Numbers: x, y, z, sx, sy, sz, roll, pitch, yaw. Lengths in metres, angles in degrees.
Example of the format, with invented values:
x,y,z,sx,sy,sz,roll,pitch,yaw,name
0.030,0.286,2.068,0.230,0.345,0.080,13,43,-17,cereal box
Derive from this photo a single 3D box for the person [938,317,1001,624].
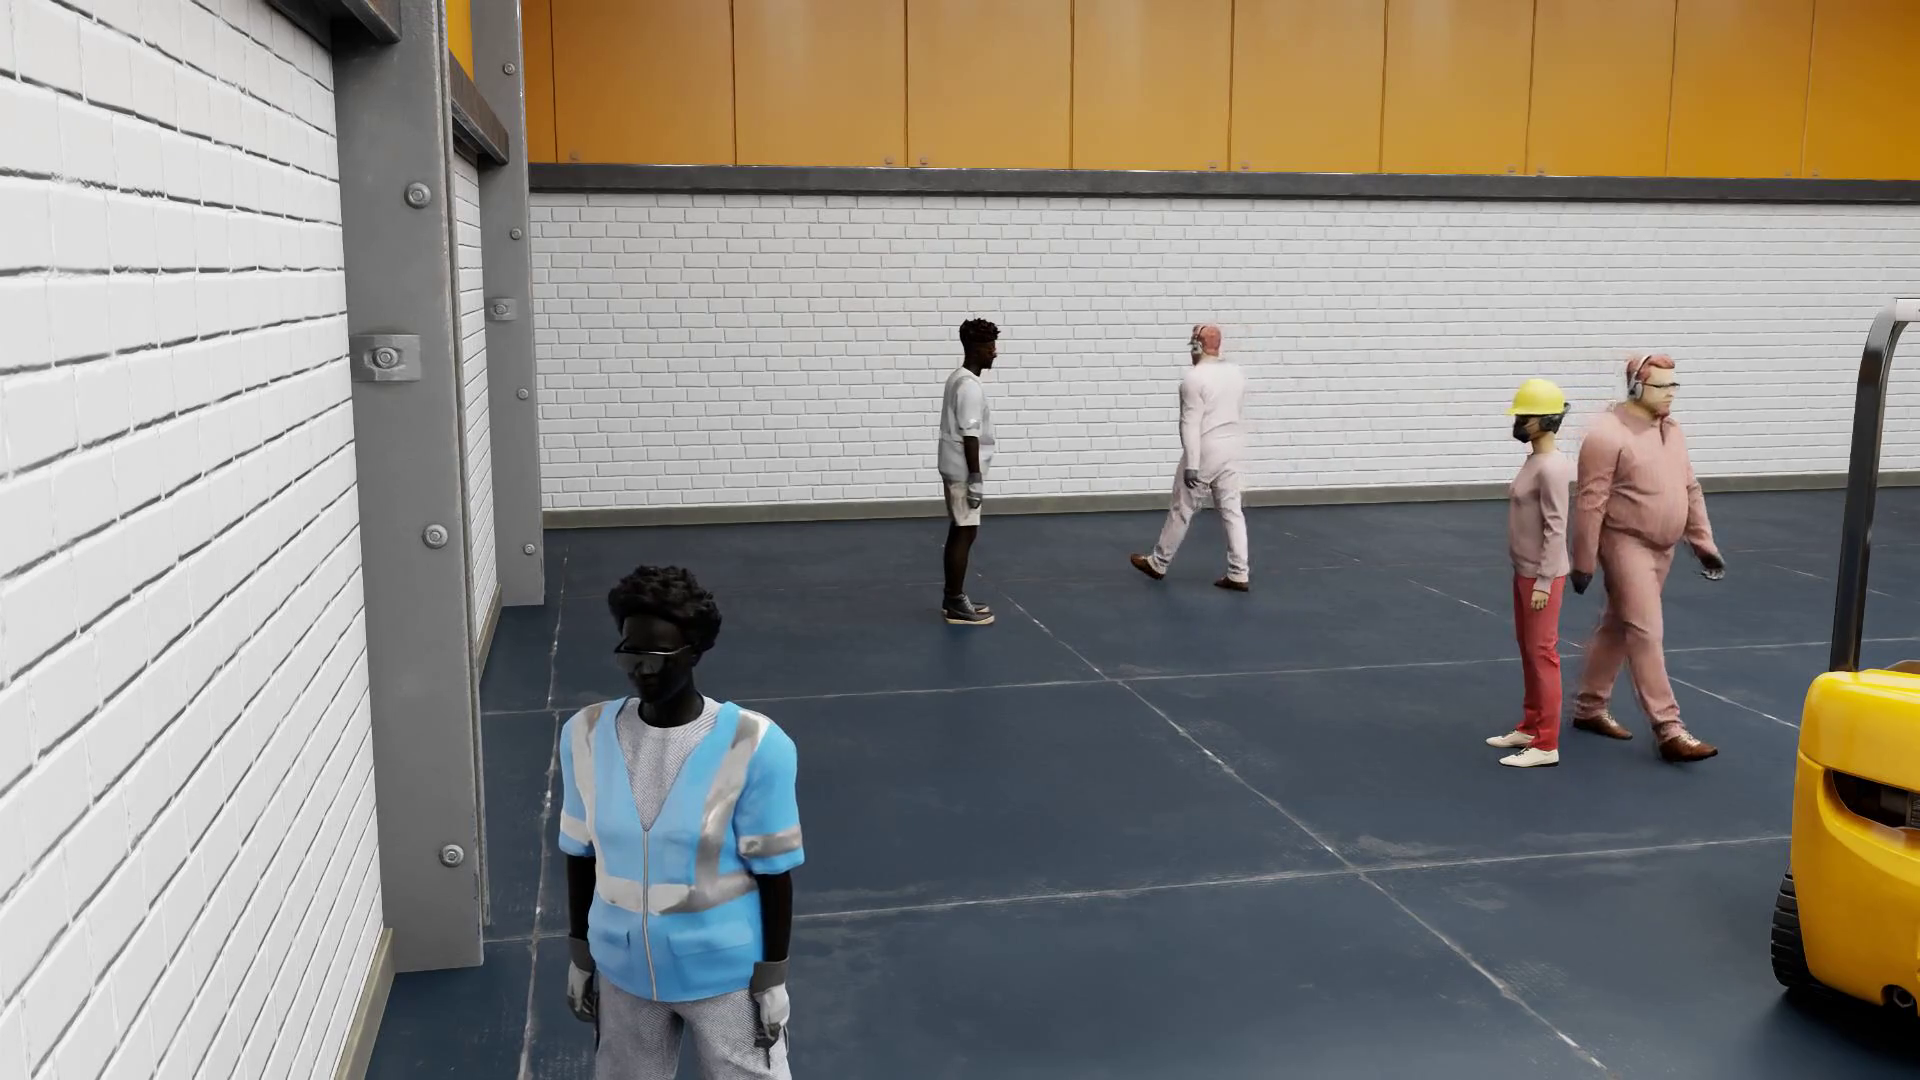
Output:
x,y,z,sx,sy,sz,roll,pitch,yaw,name
0.058,-0.439,10.632,0.400,1.956,0.609,-1,9,-6,person

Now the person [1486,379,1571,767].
x,y,z,sx,sy,sz,roll,pitch,yaw,name
2.603,0.152,7.589,0.319,1.766,0.534,1,9,8,person

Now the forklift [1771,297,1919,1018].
x,y,z,sx,sy,sz,roll,pitch,yaw,name
3.542,0.334,5.177,2.313,2.155,1.214,-9,13,-43,forklift

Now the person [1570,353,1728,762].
x,y,z,sx,sy,sz,roll,pitch,yaw,name
3.237,0.074,7.740,0.644,1.869,0.864,-7,12,-36,person

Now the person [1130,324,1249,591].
x,y,z,sx,sy,sz,roll,pitch,yaw,name
1.686,-0.589,11.810,0.684,1.857,0.978,-8,12,-41,person

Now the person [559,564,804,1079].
x,y,z,sx,sy,sz,roll,pitch,yaw,name
-0.574,0.875,3.414,0.536,1.690,0.321,3,10,15,person
